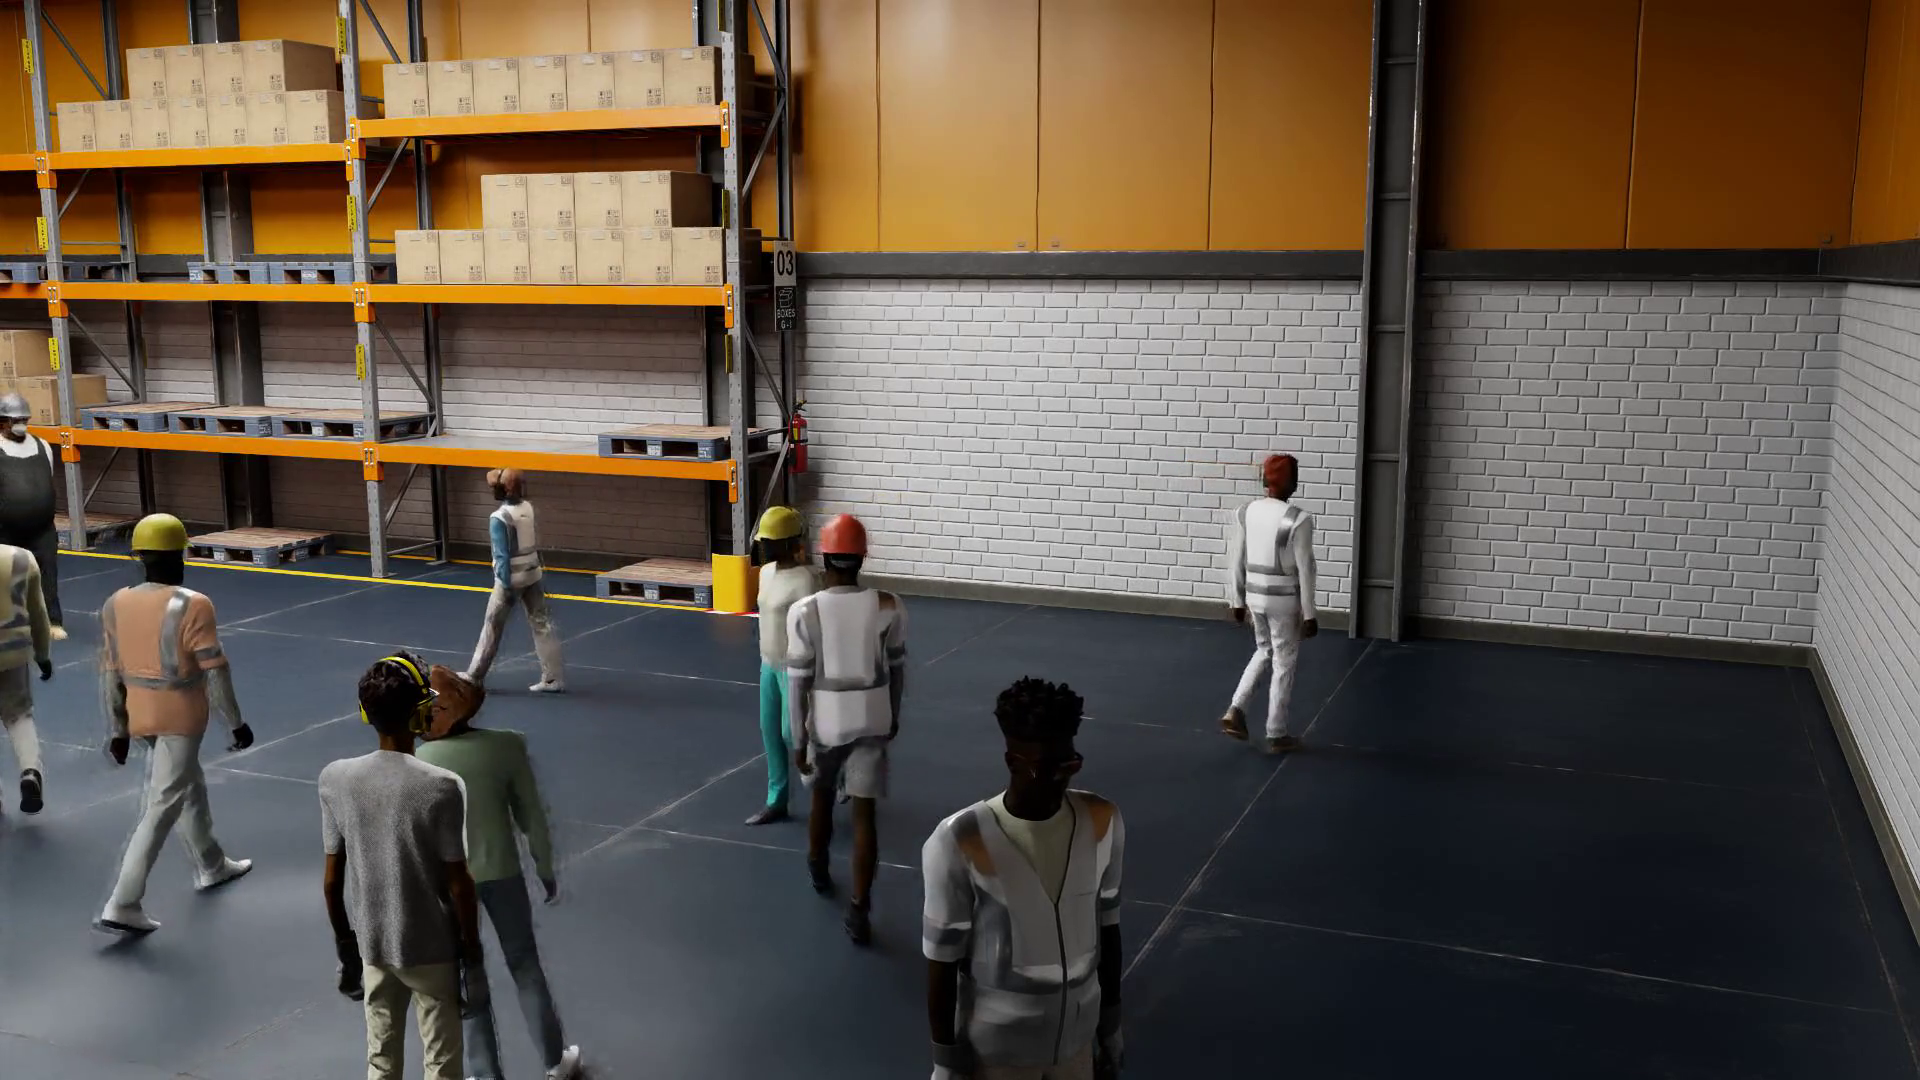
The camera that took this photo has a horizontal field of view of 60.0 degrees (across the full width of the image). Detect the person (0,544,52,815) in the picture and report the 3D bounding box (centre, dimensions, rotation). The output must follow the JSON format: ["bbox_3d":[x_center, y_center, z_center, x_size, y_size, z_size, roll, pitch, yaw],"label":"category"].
[{"bbox_3d":[-5.220,0.642,8.960,0.608,1.809,0.591,-8,12,-40],"label":"person"}]

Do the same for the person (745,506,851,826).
[{"bbox_3d":[-0.878,0.671,8.982,0.571,1.750,0.523,-7,12,-37],"label":"person"}]

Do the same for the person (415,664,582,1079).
[{"bbox_3d":[-1.730,1.230,5.992,0.585,1.603,0.409,-6,11,-34],"label":"person"}]

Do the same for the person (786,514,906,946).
[{"bbox_3d":[-0.527,0.816,7.658,0.553,1.885,0.981,-1,9,-9],"label":"person"}]

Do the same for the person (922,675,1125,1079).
[{"bbox_3d":[0.182,1.312,4.460,0.607,1.956,0.374,-5,11,-28],"label":"person"}]

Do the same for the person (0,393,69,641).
[{"bbox_3d":[-7.649,-0.216,13.452,0.901,2.000,0.686,7,12,35],"label":"person"}]

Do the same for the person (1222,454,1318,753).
[{"bbox_3d":[1.936,0.400,10.243,0.448,1.874,0.579,-7,12,-36],"label":"person"}]

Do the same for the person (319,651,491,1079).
[{"bbox_3d":[-1.662,1.256,5.043,0.515,1.873,0.329,2,10,13],"label":"person"}]

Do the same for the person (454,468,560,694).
[{"bbox_3d":[-3.205,0.291,11.708,0.842,1.601,0.520,4,10,21],"label":"person"}]

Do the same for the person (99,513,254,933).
[{"bbox_3d":[-3.682,0.819,7.676,0.600,1.883,0.983,4,10,23],"label":"person"}]
